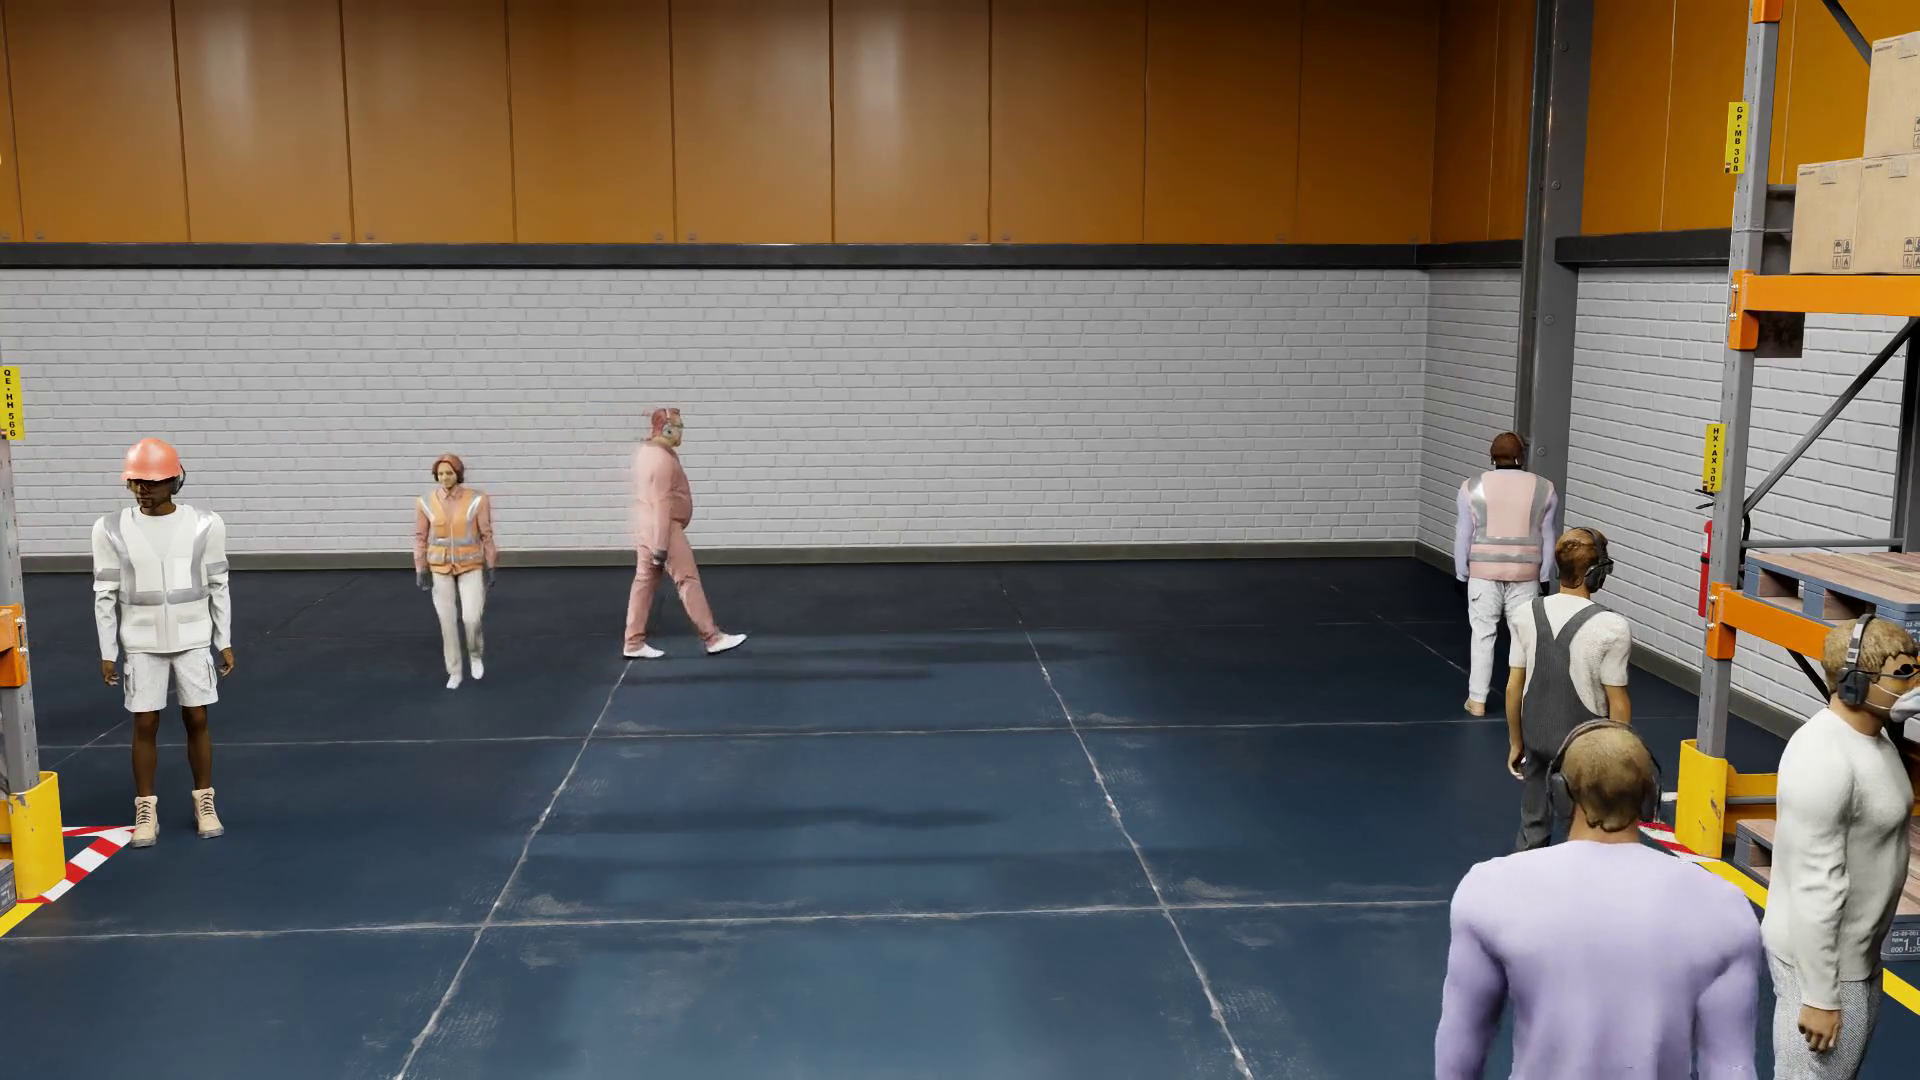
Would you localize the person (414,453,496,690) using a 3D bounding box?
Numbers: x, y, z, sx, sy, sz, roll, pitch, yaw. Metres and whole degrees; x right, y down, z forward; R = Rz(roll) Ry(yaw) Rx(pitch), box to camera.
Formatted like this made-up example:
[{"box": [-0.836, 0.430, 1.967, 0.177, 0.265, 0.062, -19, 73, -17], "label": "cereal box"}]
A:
[{"box": [-3.459, 0.216, 11.387, 0.541, 1.623, 0.371, -1, 9, -6], "label": "person"}]

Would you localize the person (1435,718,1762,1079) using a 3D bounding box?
[{"box": [1.378, 1.331, 3.655, 0.645, 1.870, 1.124, 2, 9, 11], "label": "person"}]

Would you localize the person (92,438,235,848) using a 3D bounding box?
[{"box": [-3.943, 0.507, 8.272, 0.614, 2.039, 0.385, -5, 10, -27], "label": "person"}]

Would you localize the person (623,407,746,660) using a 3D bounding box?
[{"box": [-2.080, -0.048, 12.296, 0.949, 1.861, 0.661, -5, 10, -27], "label": "person"}]

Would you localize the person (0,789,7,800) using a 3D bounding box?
[{"box": [-5.226, 0.595, 8.118, 0.675, 1.925, 1.063, 5, 11, 30], "label": "person"}]

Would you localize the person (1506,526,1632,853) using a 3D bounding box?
[{"box": [2.438, 0.860, 6.672, 0.330, 1.844, 0.520, -8, 12, -40], "label": "person"}]

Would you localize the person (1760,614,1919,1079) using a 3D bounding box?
[{"box": [2.392, 1.153, 4.541, 0.373, 1.940, 0.627, 7, 11, 36], "label": "person"}]

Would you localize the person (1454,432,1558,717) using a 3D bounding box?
[{"box": [3.485, 0.225, 10.680, 0.624, 1.841, 0.430, 2, 9, 13], "label": "person"}]
